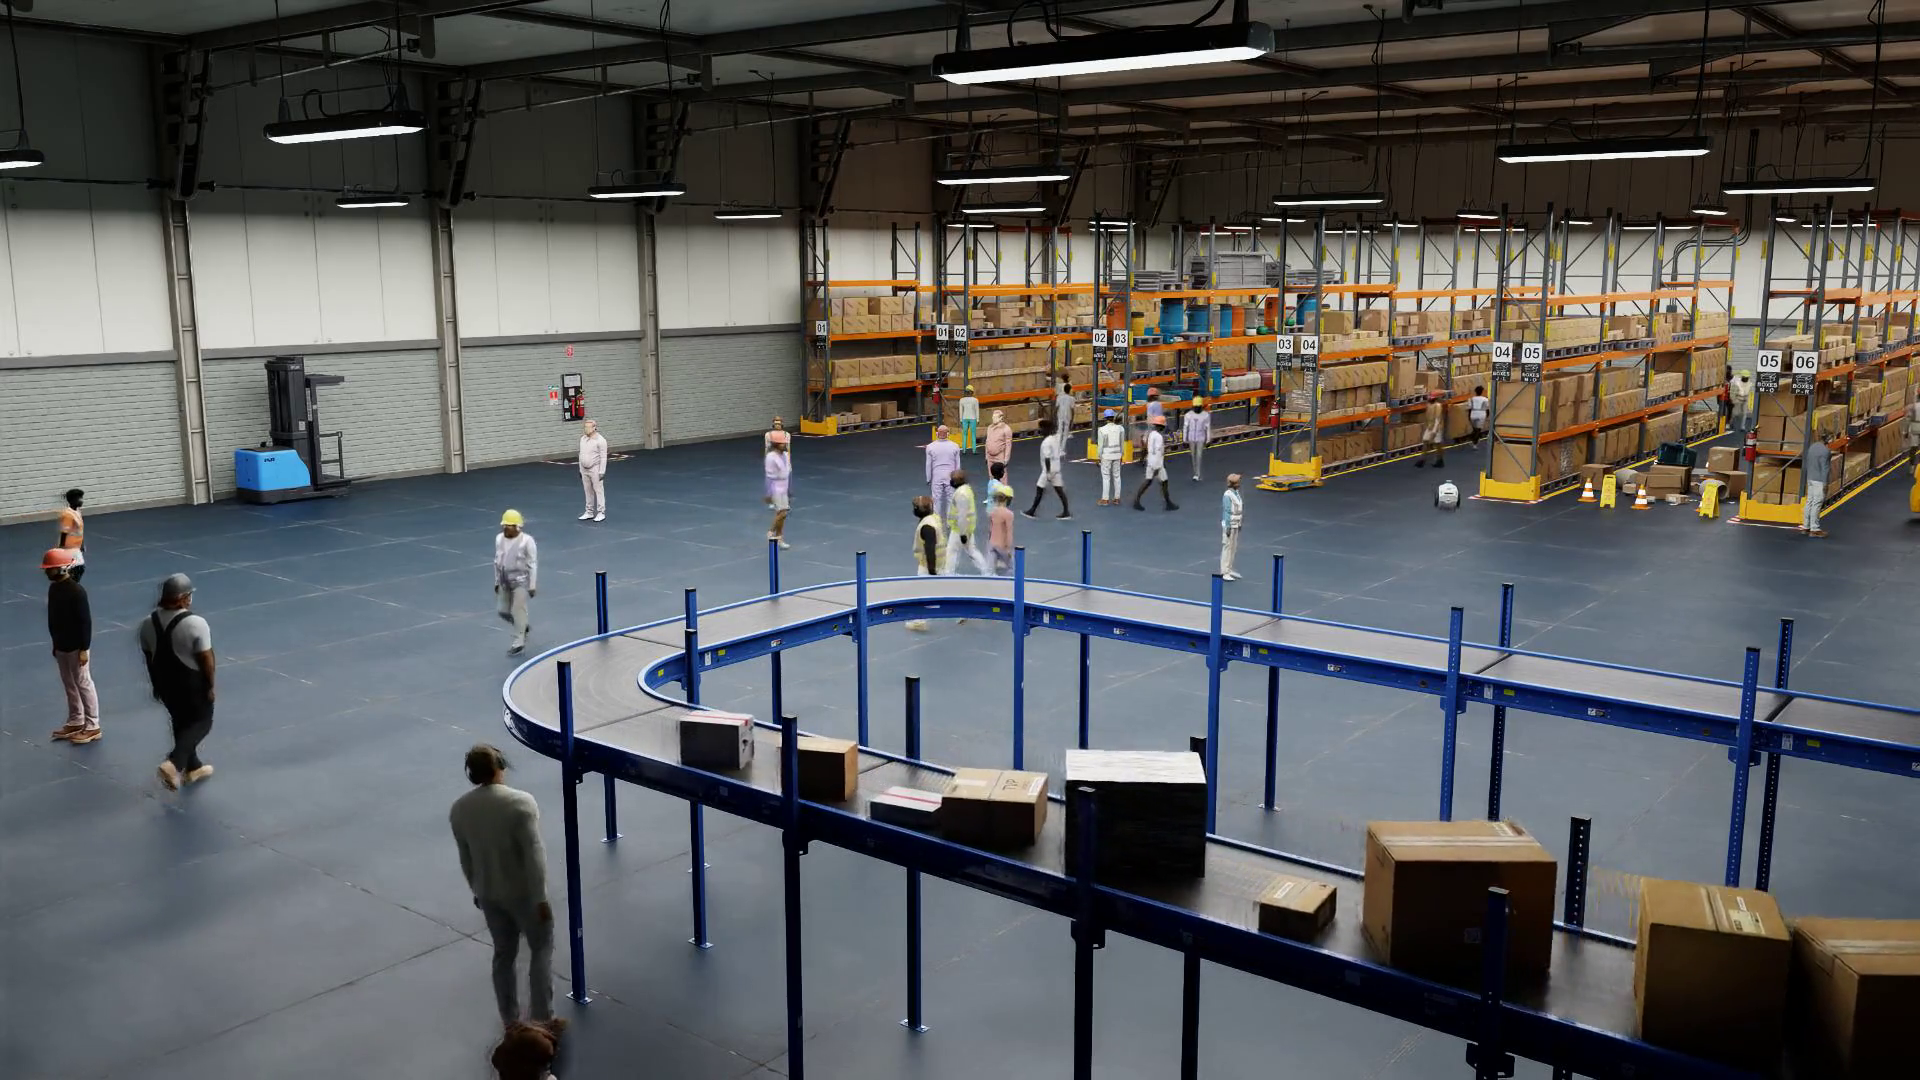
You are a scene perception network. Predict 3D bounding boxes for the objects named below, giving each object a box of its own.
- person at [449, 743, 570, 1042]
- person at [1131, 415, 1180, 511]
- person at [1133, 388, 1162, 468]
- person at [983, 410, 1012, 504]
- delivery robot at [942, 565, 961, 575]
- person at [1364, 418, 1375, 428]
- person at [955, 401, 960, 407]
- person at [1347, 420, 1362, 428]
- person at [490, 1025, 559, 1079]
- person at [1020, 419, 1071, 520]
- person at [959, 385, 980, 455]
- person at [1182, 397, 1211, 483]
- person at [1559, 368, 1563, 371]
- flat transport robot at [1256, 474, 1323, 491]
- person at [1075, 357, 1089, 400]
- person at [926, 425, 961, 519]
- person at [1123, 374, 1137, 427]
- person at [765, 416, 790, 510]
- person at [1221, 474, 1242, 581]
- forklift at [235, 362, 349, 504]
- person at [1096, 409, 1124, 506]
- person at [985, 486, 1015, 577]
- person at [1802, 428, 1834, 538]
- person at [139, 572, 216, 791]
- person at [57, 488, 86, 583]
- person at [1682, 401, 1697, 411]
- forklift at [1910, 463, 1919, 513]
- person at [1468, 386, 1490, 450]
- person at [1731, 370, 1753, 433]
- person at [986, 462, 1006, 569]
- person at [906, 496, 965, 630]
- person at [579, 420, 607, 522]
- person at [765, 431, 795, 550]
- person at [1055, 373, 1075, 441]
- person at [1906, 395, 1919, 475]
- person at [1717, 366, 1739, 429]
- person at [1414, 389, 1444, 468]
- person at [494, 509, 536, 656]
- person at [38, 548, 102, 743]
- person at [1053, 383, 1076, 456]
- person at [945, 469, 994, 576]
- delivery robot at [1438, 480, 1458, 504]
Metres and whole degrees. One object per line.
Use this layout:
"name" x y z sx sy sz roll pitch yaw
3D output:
"person" -2.837 2.207 9.745 0.720 1.883 0.394 3 11 16
"person" 3.806 -1.504 30.635 0.978 1.896 0.555 -3 11 -18
"person" 4.476 -2.646 37.002 0.859 1.901 0.571 9 13 41
"person" 0.740 -1.658 31.421 0.642 1.913 0.409 9 14 42
"delivery robot" -0.277 0.476 22.347 0.698 0.223 0.335 1 10 6
"person" 11.755 -4.053 44.853 0.656 1.925 0.437 6 12 29
"person" 0.058 -4.387 47.058 0.620 1.809 0.546 2 10 11
"person" 11.624 -4.249 45.817 0.640 1.978 0.701 5 11 28
"person" -2.004 2.860 6.837 0.685 1.598 0.552 8 13 37
"person" 1.673 -1.330 29.592 0.999 1.914 0.611 6 12 29
"person" 0.245 -3.050 39.664 0.524 1.769 0.309 3 10 16
"person" 5.236 -2.223 34.691 0.592 1.872 1.003 4 11 21
"person" 18.853 -4.711 49.416 0.401 1.618 0.515 0 10 2
"flat transport robot" 7.129 -1.249 33.845 1.431 0.197 0.652 -8 13 -37
"person" 3.696 -4.727 48.695 0.596 1.909 0.508 9 13 40
"person" -0.309 -1.131 28.464 0.636 1.911 0.405 -1 10 -7
"person" 4.951 -3.993 45.365 0.518 1.619 0.567 9 14 42
"person" -3.579 -1.512 30.784 0.508 1.846 0.345 -2 10 -12
"person" 4.147 -0.202 24.023 0.342 1.629 0.553 5 11 27
"forklift" -13.803 -2.244 32.110 1.129 2.768 1.873 8 13 37
"person" 3.005 -1.658 31.340 0.602 1.938 0.400 -5 11 -24
"person" 0.649 0.088 22.119 0.902 1.711 0.549 -7 12 -36
"person" 15.276 -1.034 27.834 0.353 1.934 0.635 1 10 4
"person" -7.206 1.318 14.423 0.680 2.000 0.784 2 10 13
"person" -12.623 0.101 22.172 0.509 1.660 0.549 -4 11 -23
"person" 21.146 -4.070 45.137 0.649 1.869 0.592 5 11 26
"forklift" 19.034 -1.348 28.998 2.313 2.155 1.214 8 13 37
"person" 13.521 -3.186 40.755 0.540 1.641 0.900 8 13 38
"person" 22.334 -3.962 44.653 0.603 1.811 0.438 0 10 2
"person" 0.593 -0.405 24.965 0.318 1.699 0.535 -3 11 -18
"person" -0.290 0.299 20.728 0.801 1.805 0.646 1 10 7
"person" -6.946 -1.314 29.484 0.643 1.913 0.410 6 12 30
"person" -3.030 -0.841 26.505 0.431 2.028 0.607 4 11 22
"person" 2.871 -3.674 42.984 0.523 1.844 0.922 7 13 36
"person" 22.083 -2.497 35.951 0.627 1.982 1.090 7 13 36
"person" 22.374 -4.152 45.602 0.600 1.876 1.004 5 11 27
"person" 11.159 -2.636 37.003 0.935 1.879 0.561 -5 11 -25
"person" -5.523 0.509 19.463 0.611 1.821 0.490 4 11 23
"person" -9.042 1.063 15.866 0.614 1.993 0.395 7 12 34
"person" 2.608 -3.014 39.268 0.535 1.835 0.595 3 10 16
"person" 0.093 -0.169 23.350 0.898 1.803 0.634 2 10 13
"delivery robot" 9.697 -0.945 31.076 0.477 0.478 0.707 3 10 15
